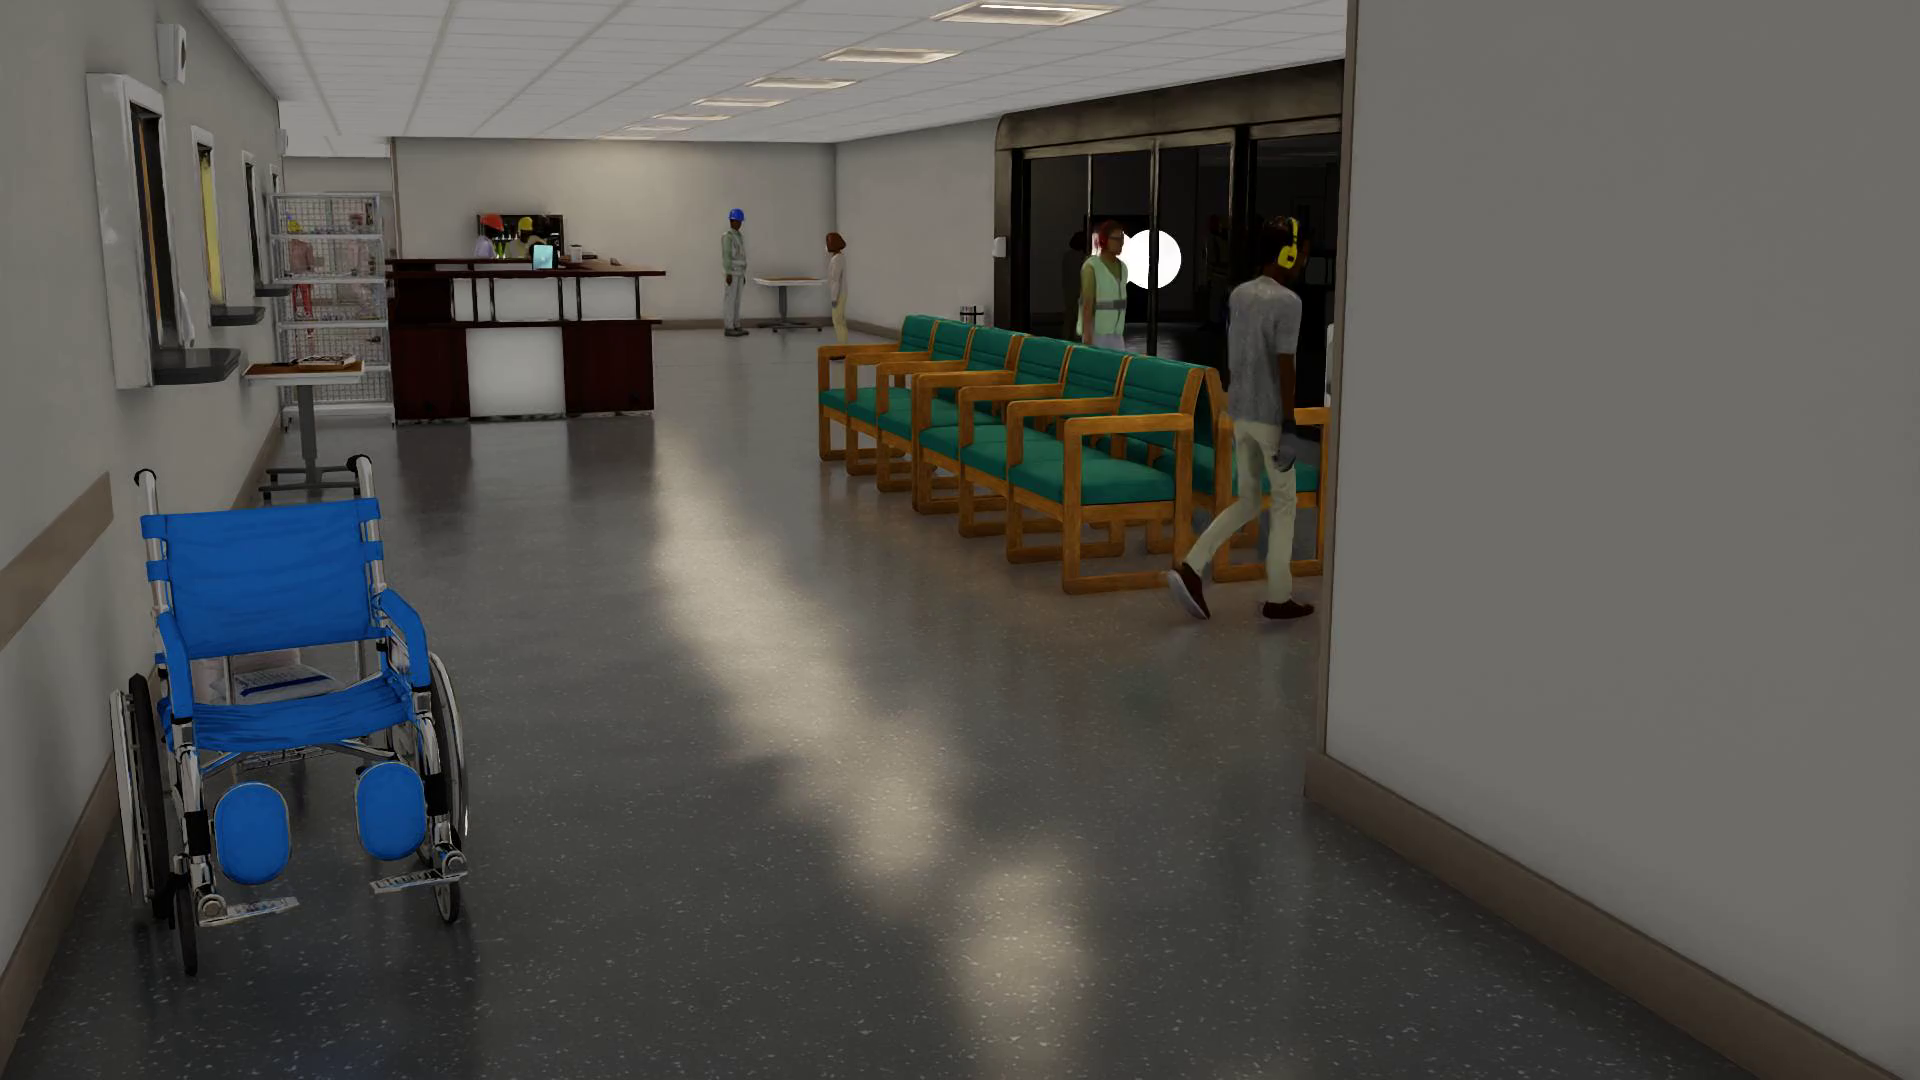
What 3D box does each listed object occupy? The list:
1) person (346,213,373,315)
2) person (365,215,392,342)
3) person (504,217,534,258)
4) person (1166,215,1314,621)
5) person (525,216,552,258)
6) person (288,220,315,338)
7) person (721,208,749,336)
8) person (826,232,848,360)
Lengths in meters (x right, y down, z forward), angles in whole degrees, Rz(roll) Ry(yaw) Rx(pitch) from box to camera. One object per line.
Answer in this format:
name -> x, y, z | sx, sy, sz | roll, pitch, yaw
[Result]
person -> -10.958, -5.018, 30.408 | 0.494, 1.914, 0.682 | 1, 11, 6
person -> -8.442, -3.805, 24.227 | 0.506, 1.860, 0.538 | 3, 11, 13
person -> -5.771, -3.396, 22.240 | 0.595, 1.825, 0.404 | -5, 12, -24
person -> 1.288, -0.521, 7.450 | 0.698, 1.839, 0.534 | -6, 13, -28
person -> -5.423, -3.262, 21.554 | 0.432, 1.835, 0.628 | -2, 11, -12
person -> -9.983, -3.917, 25.050 | 0.524, 1.769, 0.308 | -1, 11, -3
person -> -3.452, -4.105, 25.556 | 0.402, 1.942, 0.609 | 3, 11, 15
person -> -1.572, -3.105, 21.259 | 0.285, 1.627, 0.504 | 1, 11, 4
